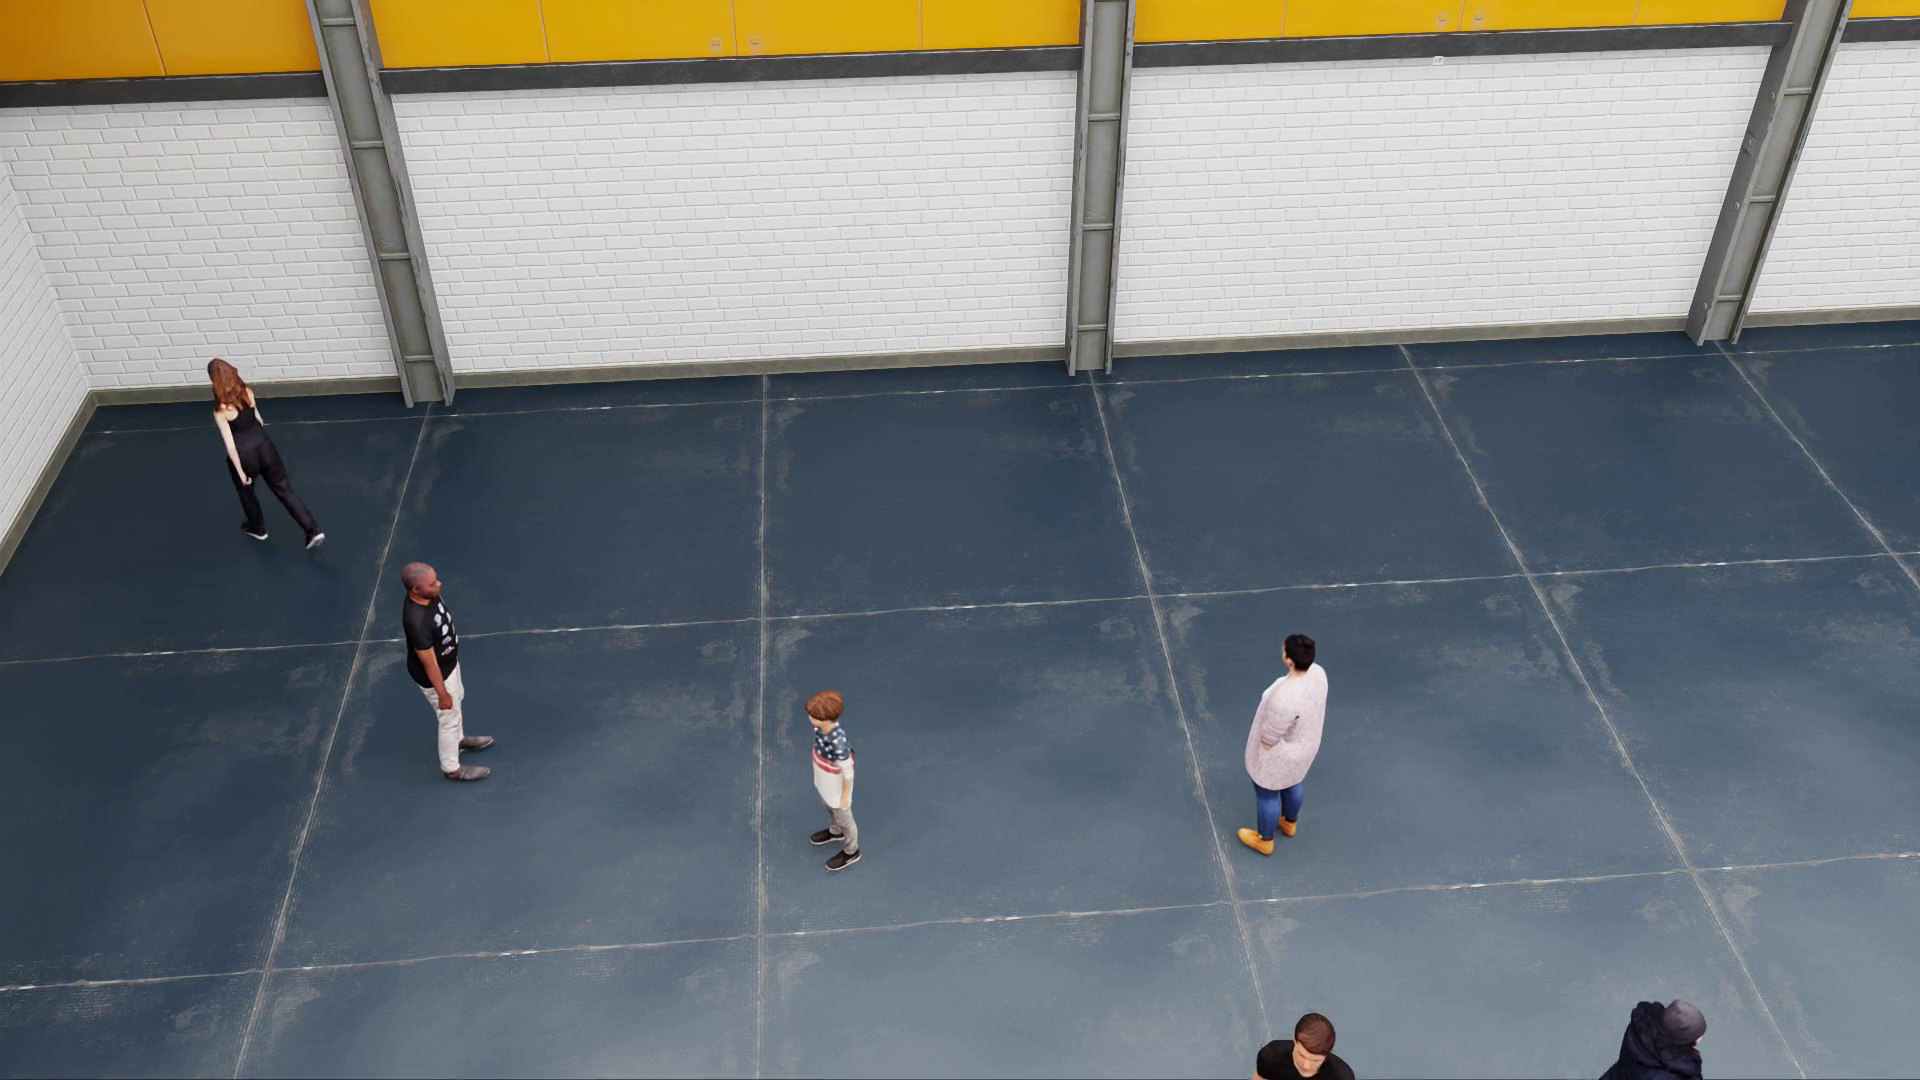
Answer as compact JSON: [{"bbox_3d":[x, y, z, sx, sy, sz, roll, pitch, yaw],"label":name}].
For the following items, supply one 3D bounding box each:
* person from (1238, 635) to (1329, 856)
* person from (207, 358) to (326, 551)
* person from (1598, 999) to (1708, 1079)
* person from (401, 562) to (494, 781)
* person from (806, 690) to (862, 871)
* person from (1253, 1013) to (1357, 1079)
[{"bbox_3d":[2.060,1.272,10.450,0.780,1.741,0.857,-31,48,-33],"label":"person"},{"bbox_3d":[-5.393,-0.628,12.849,1.166,1.716,0.994,20,43,24],"label":"person"},{"bbox_3d":[3.372,2.904,8.494,0.998,1.633,0.665,-4,39,-5],"label":"person"},{"bbox_3d":[-3.444,0.849,10.934,0.614,1.799,0.677,-7,39,-8],"label":"person"},{"bbox_3d":[-0.792,1.478,10.434,0.578,1.439,0.581,-18,42,-22],"label":"person"},{"bbox_3d":[1.719,2.903,8.347,1.239,1.818,1.021,11,40,14],"label":"person"}]
